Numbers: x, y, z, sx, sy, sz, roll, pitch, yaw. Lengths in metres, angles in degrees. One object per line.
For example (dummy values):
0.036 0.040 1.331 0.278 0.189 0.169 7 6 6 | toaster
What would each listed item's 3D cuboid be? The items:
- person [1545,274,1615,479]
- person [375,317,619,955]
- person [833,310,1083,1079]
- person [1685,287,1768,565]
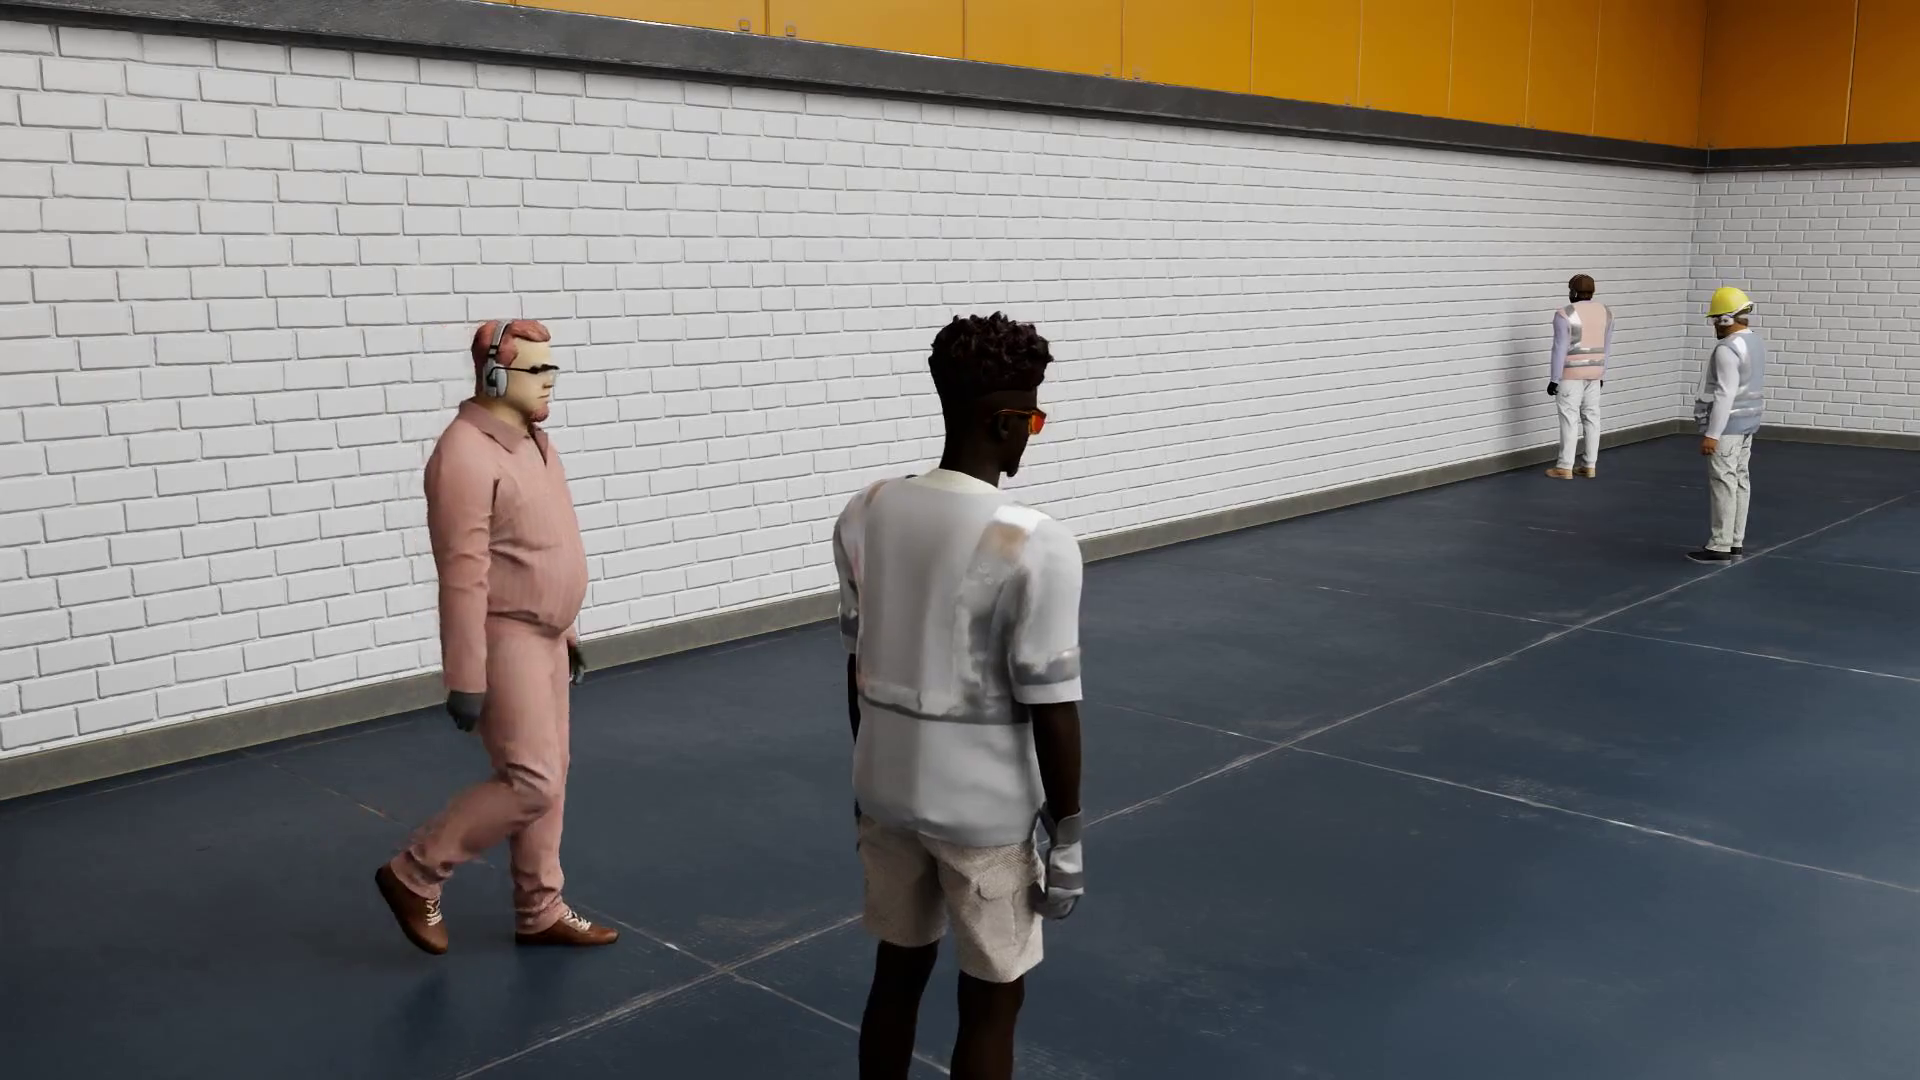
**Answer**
5.563 -1.469 15.010 0.622 1.845 0.430 -4 11 -20 | person
-1.343 0.304 4.808 0.554 1.887 0.645 0 10 1 | person
0.007 0.517 3.395 0.612 1.955 0.398 9 13 41 | person
5.041 -0.746 10.950 0.403 1.822 0.586 10 14 44 | person
